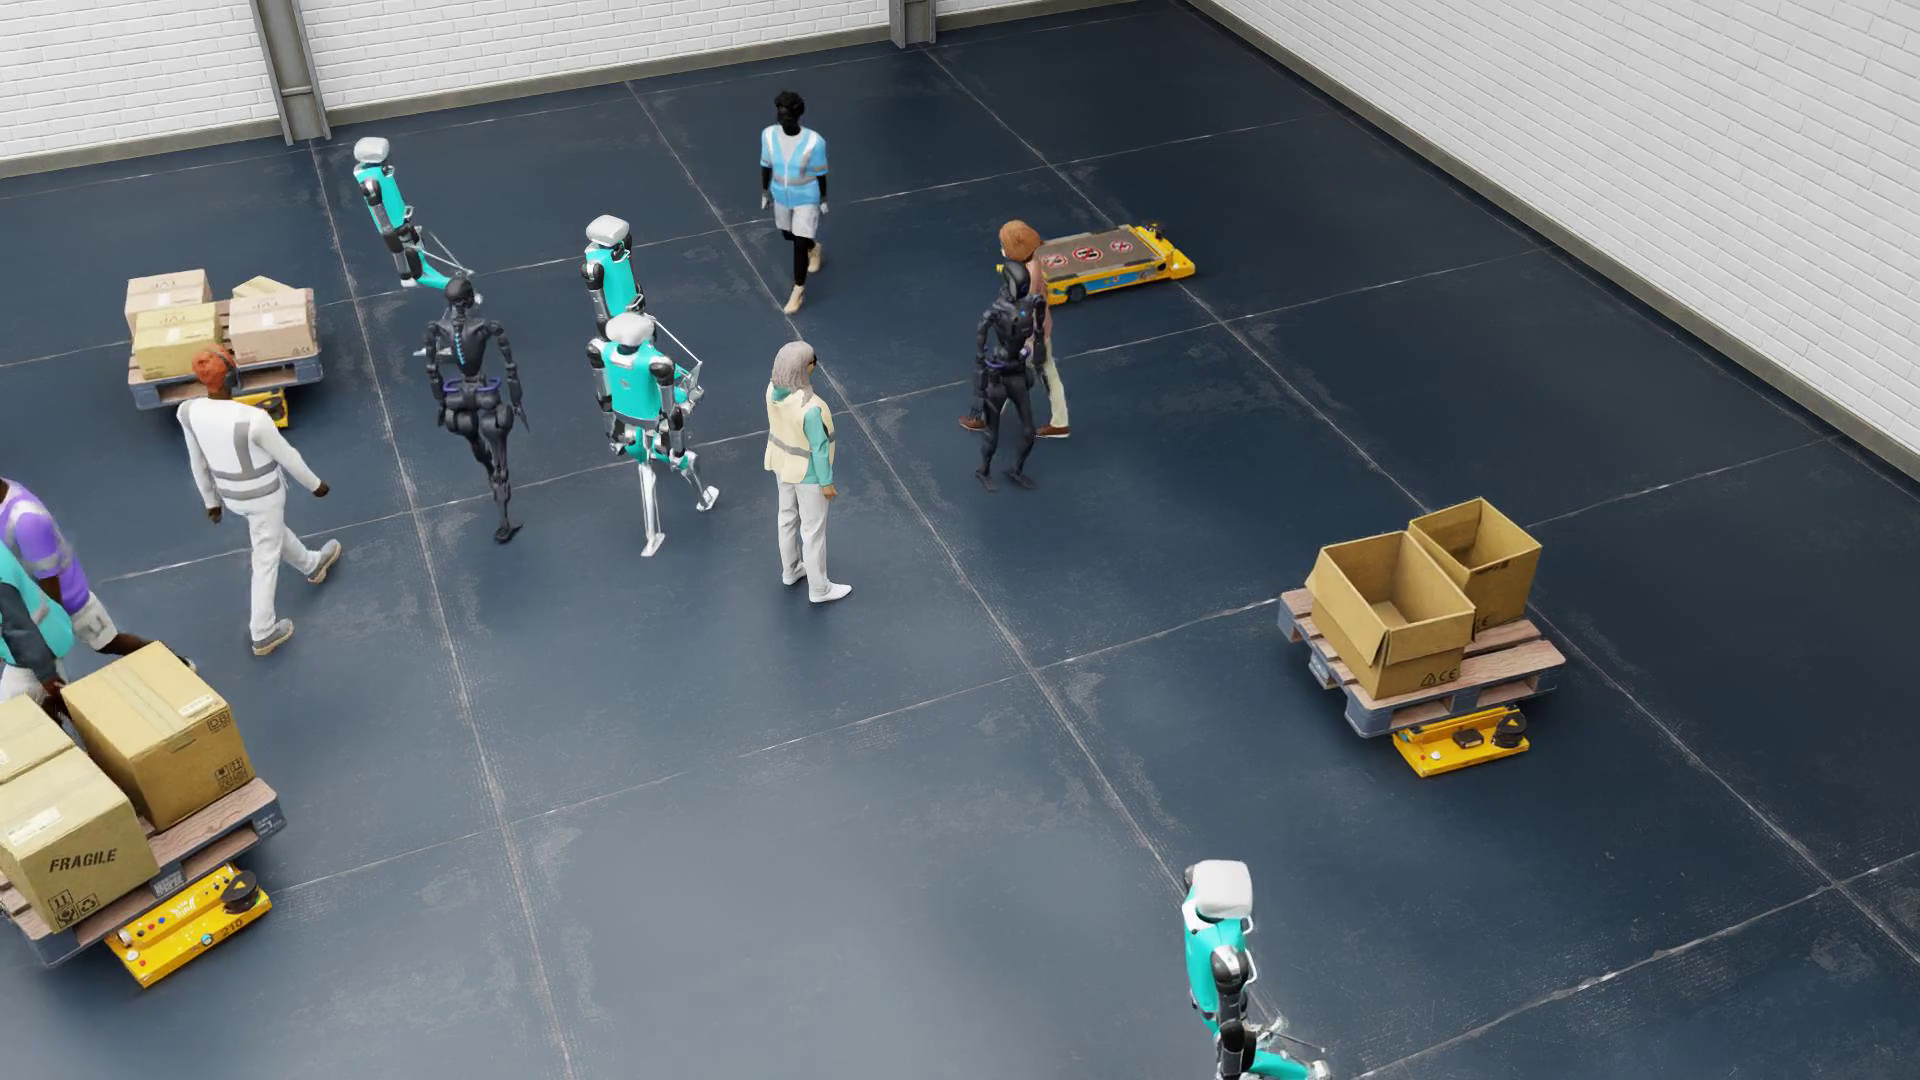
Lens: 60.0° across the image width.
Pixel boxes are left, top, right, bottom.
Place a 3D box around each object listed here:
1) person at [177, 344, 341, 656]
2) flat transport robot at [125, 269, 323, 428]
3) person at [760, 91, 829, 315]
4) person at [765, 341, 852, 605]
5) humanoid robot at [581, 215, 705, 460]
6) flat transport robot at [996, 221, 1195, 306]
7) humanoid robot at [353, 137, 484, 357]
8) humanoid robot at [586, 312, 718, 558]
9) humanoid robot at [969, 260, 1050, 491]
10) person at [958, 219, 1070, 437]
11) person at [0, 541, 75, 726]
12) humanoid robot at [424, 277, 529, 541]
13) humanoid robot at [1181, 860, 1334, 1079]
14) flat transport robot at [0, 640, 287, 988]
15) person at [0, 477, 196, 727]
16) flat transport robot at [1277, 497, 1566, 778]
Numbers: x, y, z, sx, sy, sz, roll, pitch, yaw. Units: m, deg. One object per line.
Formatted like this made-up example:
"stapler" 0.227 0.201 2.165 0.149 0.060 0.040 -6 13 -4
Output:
"person" -3.926 -0.295 9.376 0.588 1.832 0.968 13 39 17
"flat transport robot" -5.136 -1.184 11.814 0.659 0.231 1.431 -11 39 -14
"person" -1.215 -2.611 12.522 0.535 1.669 0.767 15 40 18
"person" -0.921 -0.378 9.583 0.367 1.709 0.463 -29 46 -32
"humanoid robot" -1.939 -1.249 10.585 0.735 1.677 0.533 9 38 11
"flat transport robot" 1.070 -2.174 13.104 1.431 0.231 0.659 -14 40 -18
"humanoid robot" -3.687 -1.990 11.659 0.804 1.766 0.548 -6 38 -8
"humanoid robot" -1.762 -0.711 10.041 0.567 1.814 0.929 12 39 15
"humanoid robot" 0.300 -1.024 10.454 0.589 1.641 0.433 -27 45 -30
"person" 0.385 -1.367 10.958 0.812 1.583 0.513 6 38 8
"person" -4.703 0.562 8.196 0.689 1.902 0.571 -22 43 -26
"humanoid robot" -2.976 -0.858 10.275 0.589 1.601 0.825 0 38 0
"humanoid robot" 1.301 1.886 6.628 0.963 1.766 0.553 -5 38 -7
"flat transport robot" -4.083 1.581 8.216 1.431 0.231 0.659 29 46 32
"person" -4.676 0.243 8.613 0.651 1.912 1.003 26 45 30
"flat transport robot" 2.510 0.726 9.329 0.659 0.231 1.431 -11 39 -14
